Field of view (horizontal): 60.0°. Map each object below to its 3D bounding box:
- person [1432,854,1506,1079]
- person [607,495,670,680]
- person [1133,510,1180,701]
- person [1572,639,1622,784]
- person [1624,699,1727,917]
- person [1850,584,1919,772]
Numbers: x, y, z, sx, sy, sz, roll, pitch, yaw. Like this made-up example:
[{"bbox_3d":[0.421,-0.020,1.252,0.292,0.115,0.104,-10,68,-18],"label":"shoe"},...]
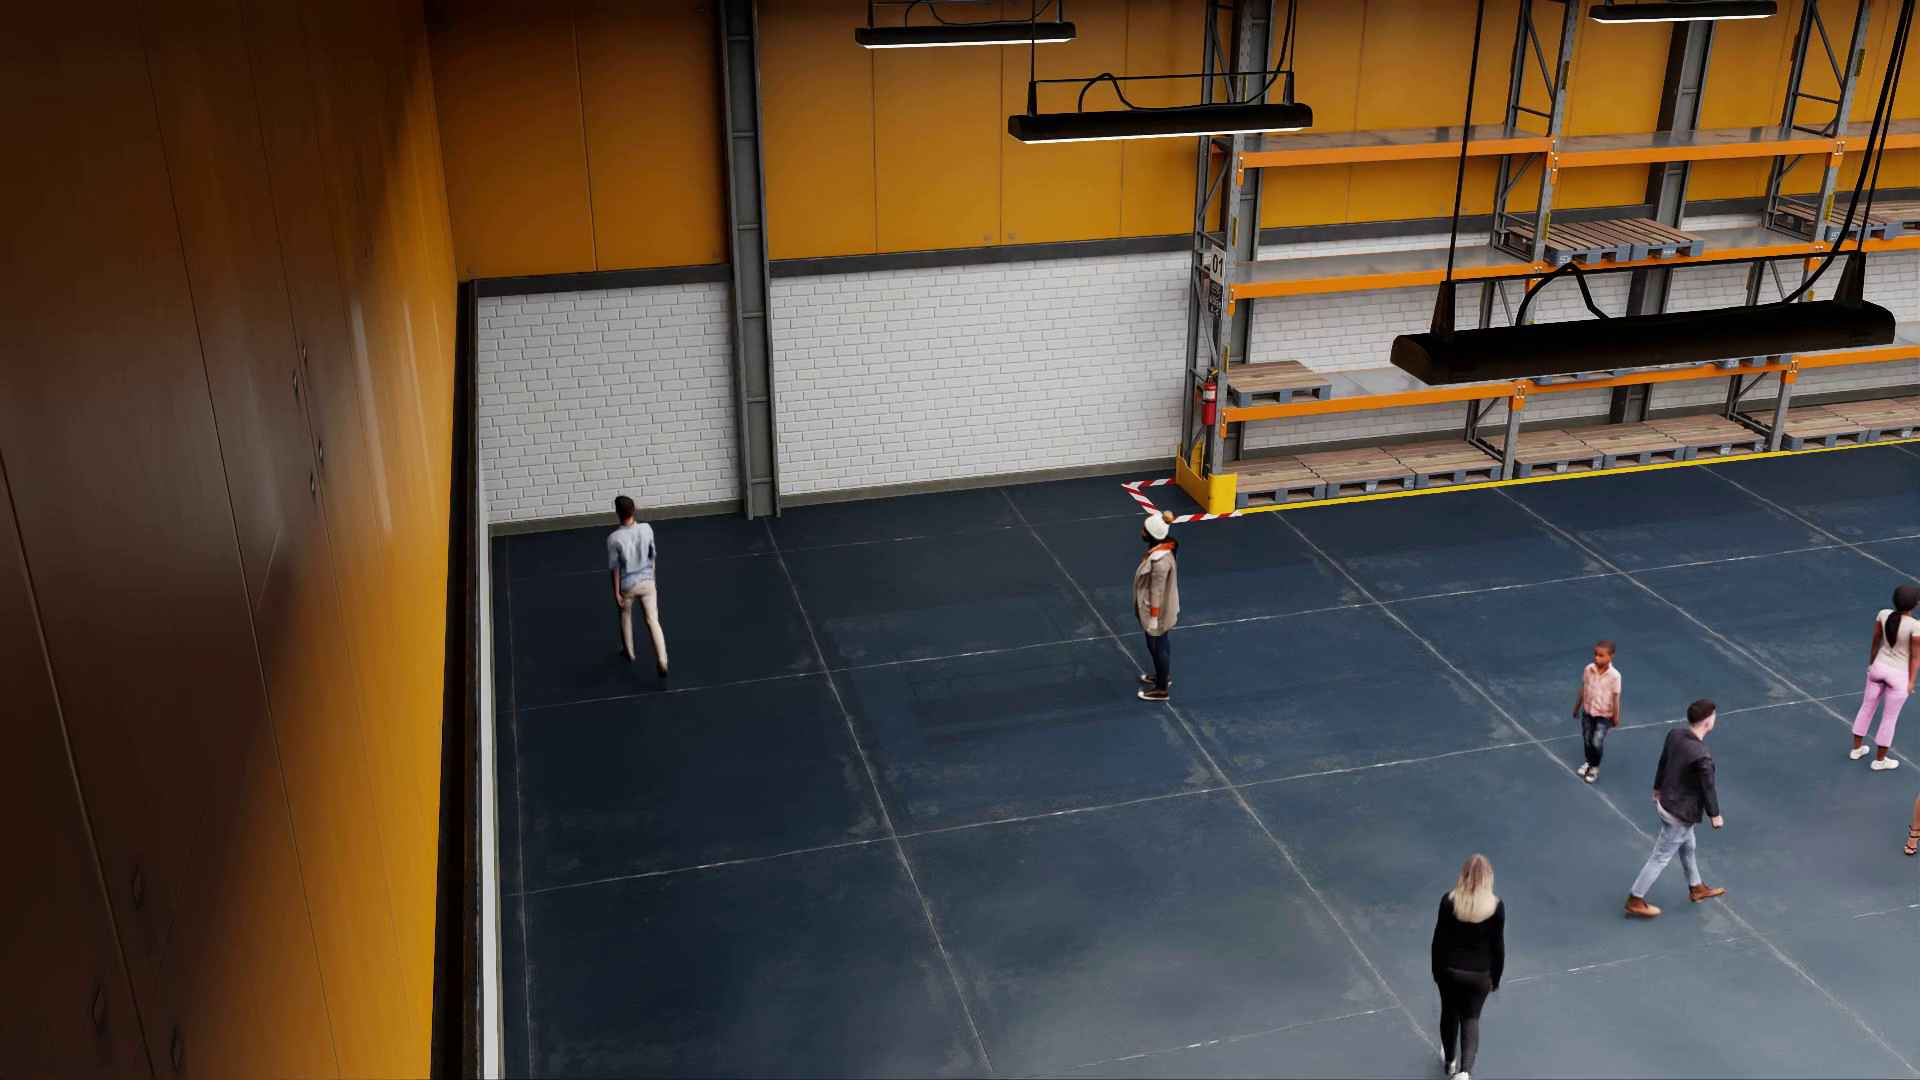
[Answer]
[{"bbox_3d":[3.240,2.864,10.735,0.944,1.657,0.915,5,24,11],"label":"person"},{"bbox_3d":[-3.079,0.475,16.003,1.175,1.816,0.873,-11,26,-24],"label":"person"},{"bbox_3d":[1.891,0.587,15.654,0.817,1.890,0.793,4,24,9],"label":"person"},{"bbox_3d":[5.571,1.447,14.424,0.618,1.300,0.593,-19,30,-37],"label":"person"},{"bbox_3d":[5.282,2.038,12.438,1.117,1.807,0.839,0,24,0],"label":"person"},{"bbox_3d":[8.102,1.175,14.495,0.583,1.741,0.610,-12,26,-25],"label":"person"}]
